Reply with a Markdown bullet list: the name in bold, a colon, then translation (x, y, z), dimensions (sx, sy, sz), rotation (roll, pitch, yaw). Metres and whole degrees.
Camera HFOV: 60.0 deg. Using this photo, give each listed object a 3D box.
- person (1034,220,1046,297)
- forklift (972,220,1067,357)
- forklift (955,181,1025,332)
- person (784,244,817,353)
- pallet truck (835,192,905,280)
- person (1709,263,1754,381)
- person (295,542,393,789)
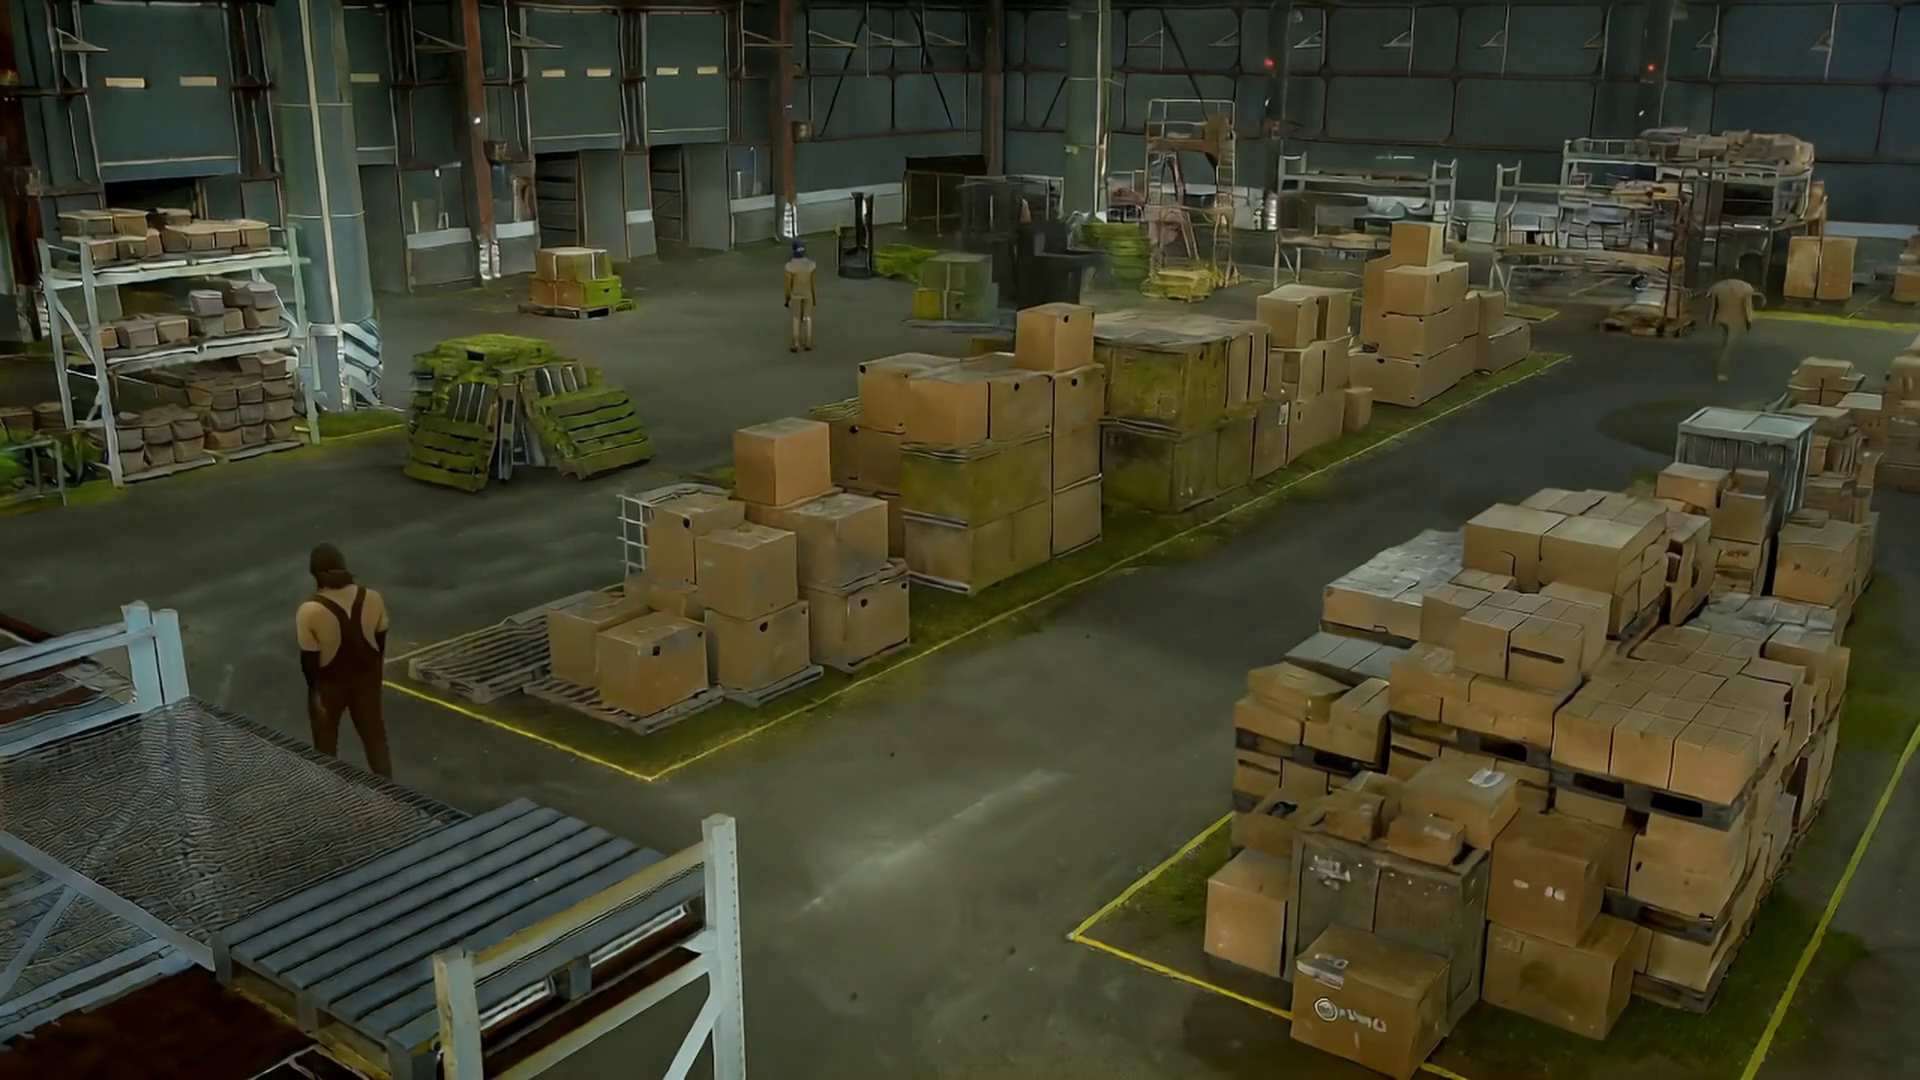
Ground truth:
- **person**: translation (1.685, -6.022, 35.746), dimensions (0.546, 1.682, 0.356), rotation (0, 17, 0)
- **forklift**: translation (1.182, -3.333, 24.812), dimensions (1.873, 2.768, 1.129), rotation (12, 21, 35)
- **forklift**: translation (0.736, -5.447, 31.811), dimensions (1.129, 2.768, 1.873), rotation (6, 18, 19)
- **person**: translation (-2.843, -4.309, 29.673), dimensions (0.636, 1.928, 0.385), rotation (-9, 19, -29)
- **pallet truck**: translation (-1.936, -7.159, 38.982), dimensions (1.885, 1.965, 0.823), rotation (-12, 21, -34)
- **person**: translation (12.646, -3.576, 27.257), dimensions (0.605, 1.919, 0.638), rotation (-16, 23, -42)
- **person**: translation (-4.494, 0.942, 12.084), dimensions (1.037, 2.000, 0.693), rotation (15, 23, 41)
